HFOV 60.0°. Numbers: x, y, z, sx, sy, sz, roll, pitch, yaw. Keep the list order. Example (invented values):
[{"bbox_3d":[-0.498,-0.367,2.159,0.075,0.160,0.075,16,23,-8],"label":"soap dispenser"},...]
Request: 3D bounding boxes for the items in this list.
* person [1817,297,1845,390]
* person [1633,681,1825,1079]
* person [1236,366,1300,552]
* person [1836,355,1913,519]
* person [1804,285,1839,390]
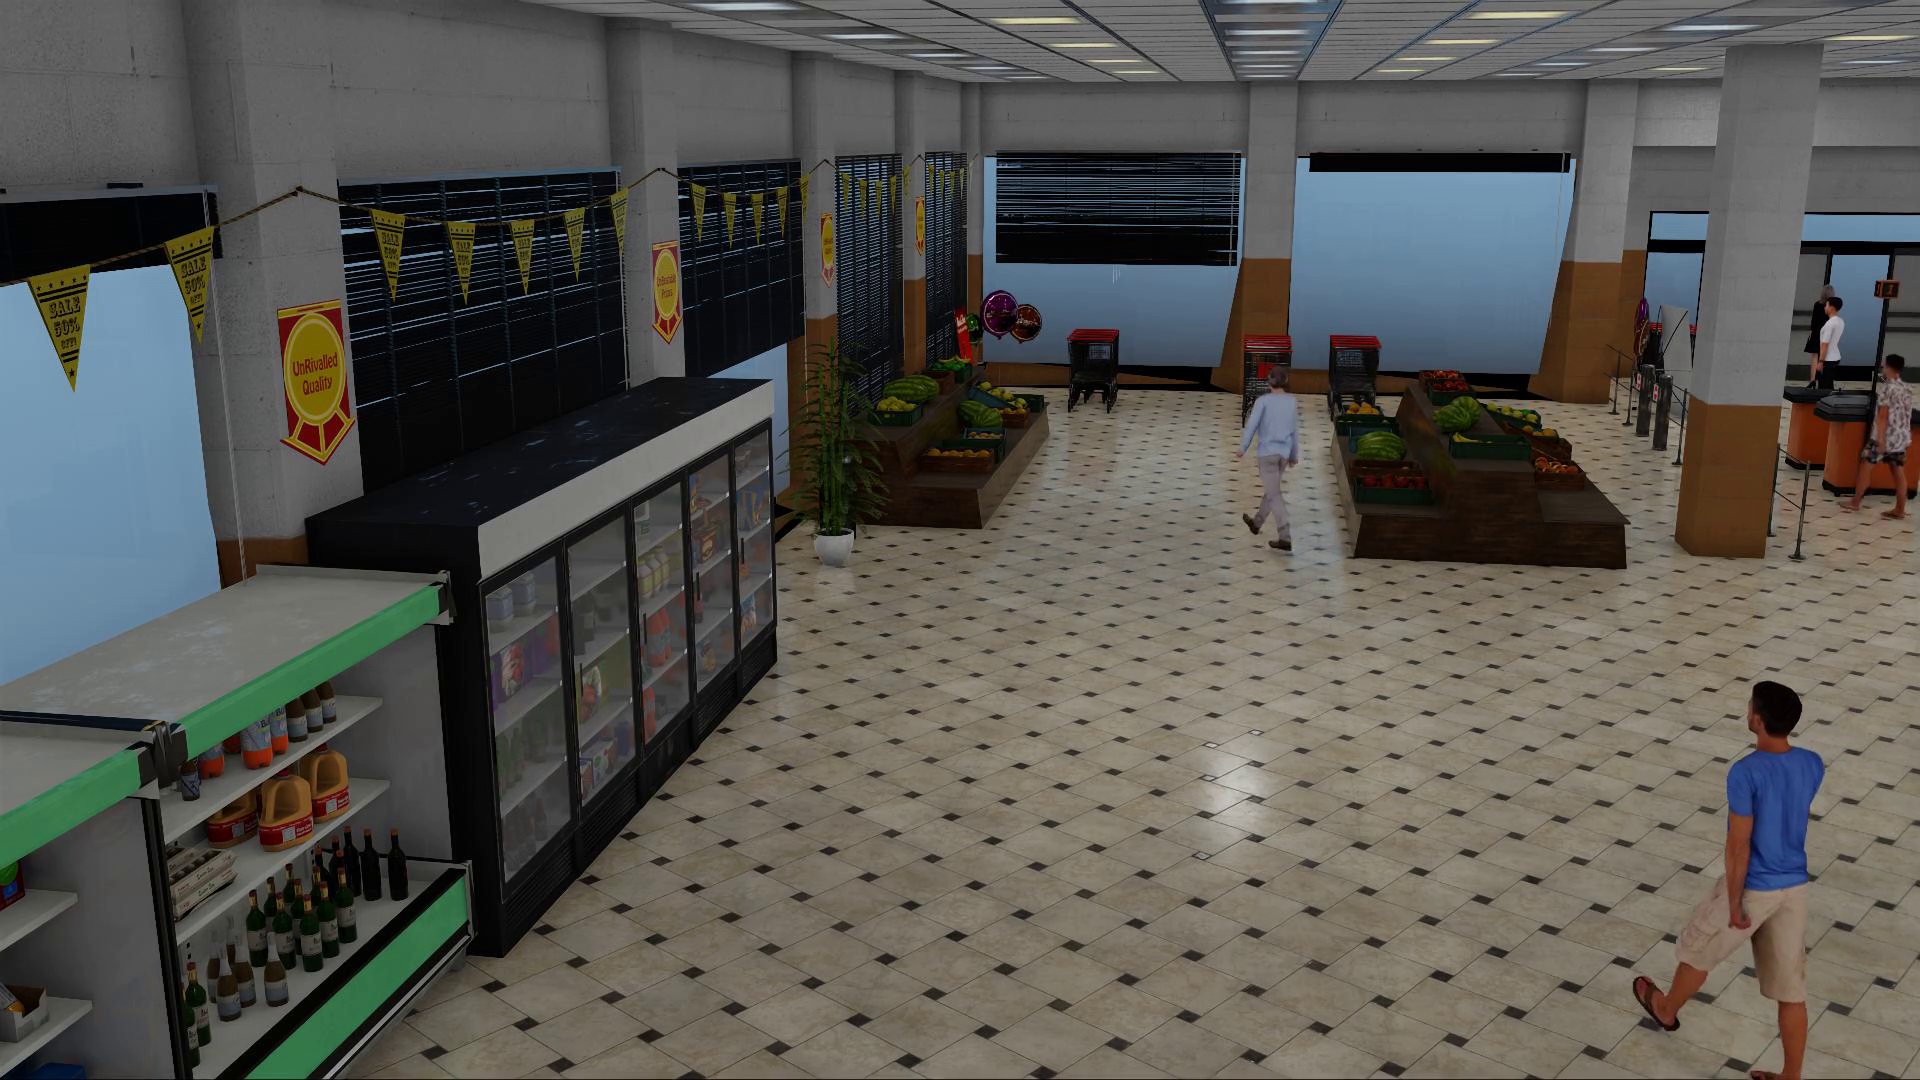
[{"bbox_3d":[12.902,-2.677,24.667,0.791,1.848,0.685,13,19,43],"label":"person"},{"bbox_3d":[3.563,1.565,7.233,0.935,1.822,1.260,-3,14,-11],"label":"person"},{"bbox_3d":[3.249,-0.790,16.928,1.142,1.828,1.327,-7,15,-25],"label":"person"},{"bbox_3d":[10.364,-1.122,18.372,0.974,1.792,1.081,-5,15,-21],"label":"person"},{"bbox_3d":[14.484,-3.418,27.940,0.630,1.745,0.606,0,14,1],"label":"person"}]
